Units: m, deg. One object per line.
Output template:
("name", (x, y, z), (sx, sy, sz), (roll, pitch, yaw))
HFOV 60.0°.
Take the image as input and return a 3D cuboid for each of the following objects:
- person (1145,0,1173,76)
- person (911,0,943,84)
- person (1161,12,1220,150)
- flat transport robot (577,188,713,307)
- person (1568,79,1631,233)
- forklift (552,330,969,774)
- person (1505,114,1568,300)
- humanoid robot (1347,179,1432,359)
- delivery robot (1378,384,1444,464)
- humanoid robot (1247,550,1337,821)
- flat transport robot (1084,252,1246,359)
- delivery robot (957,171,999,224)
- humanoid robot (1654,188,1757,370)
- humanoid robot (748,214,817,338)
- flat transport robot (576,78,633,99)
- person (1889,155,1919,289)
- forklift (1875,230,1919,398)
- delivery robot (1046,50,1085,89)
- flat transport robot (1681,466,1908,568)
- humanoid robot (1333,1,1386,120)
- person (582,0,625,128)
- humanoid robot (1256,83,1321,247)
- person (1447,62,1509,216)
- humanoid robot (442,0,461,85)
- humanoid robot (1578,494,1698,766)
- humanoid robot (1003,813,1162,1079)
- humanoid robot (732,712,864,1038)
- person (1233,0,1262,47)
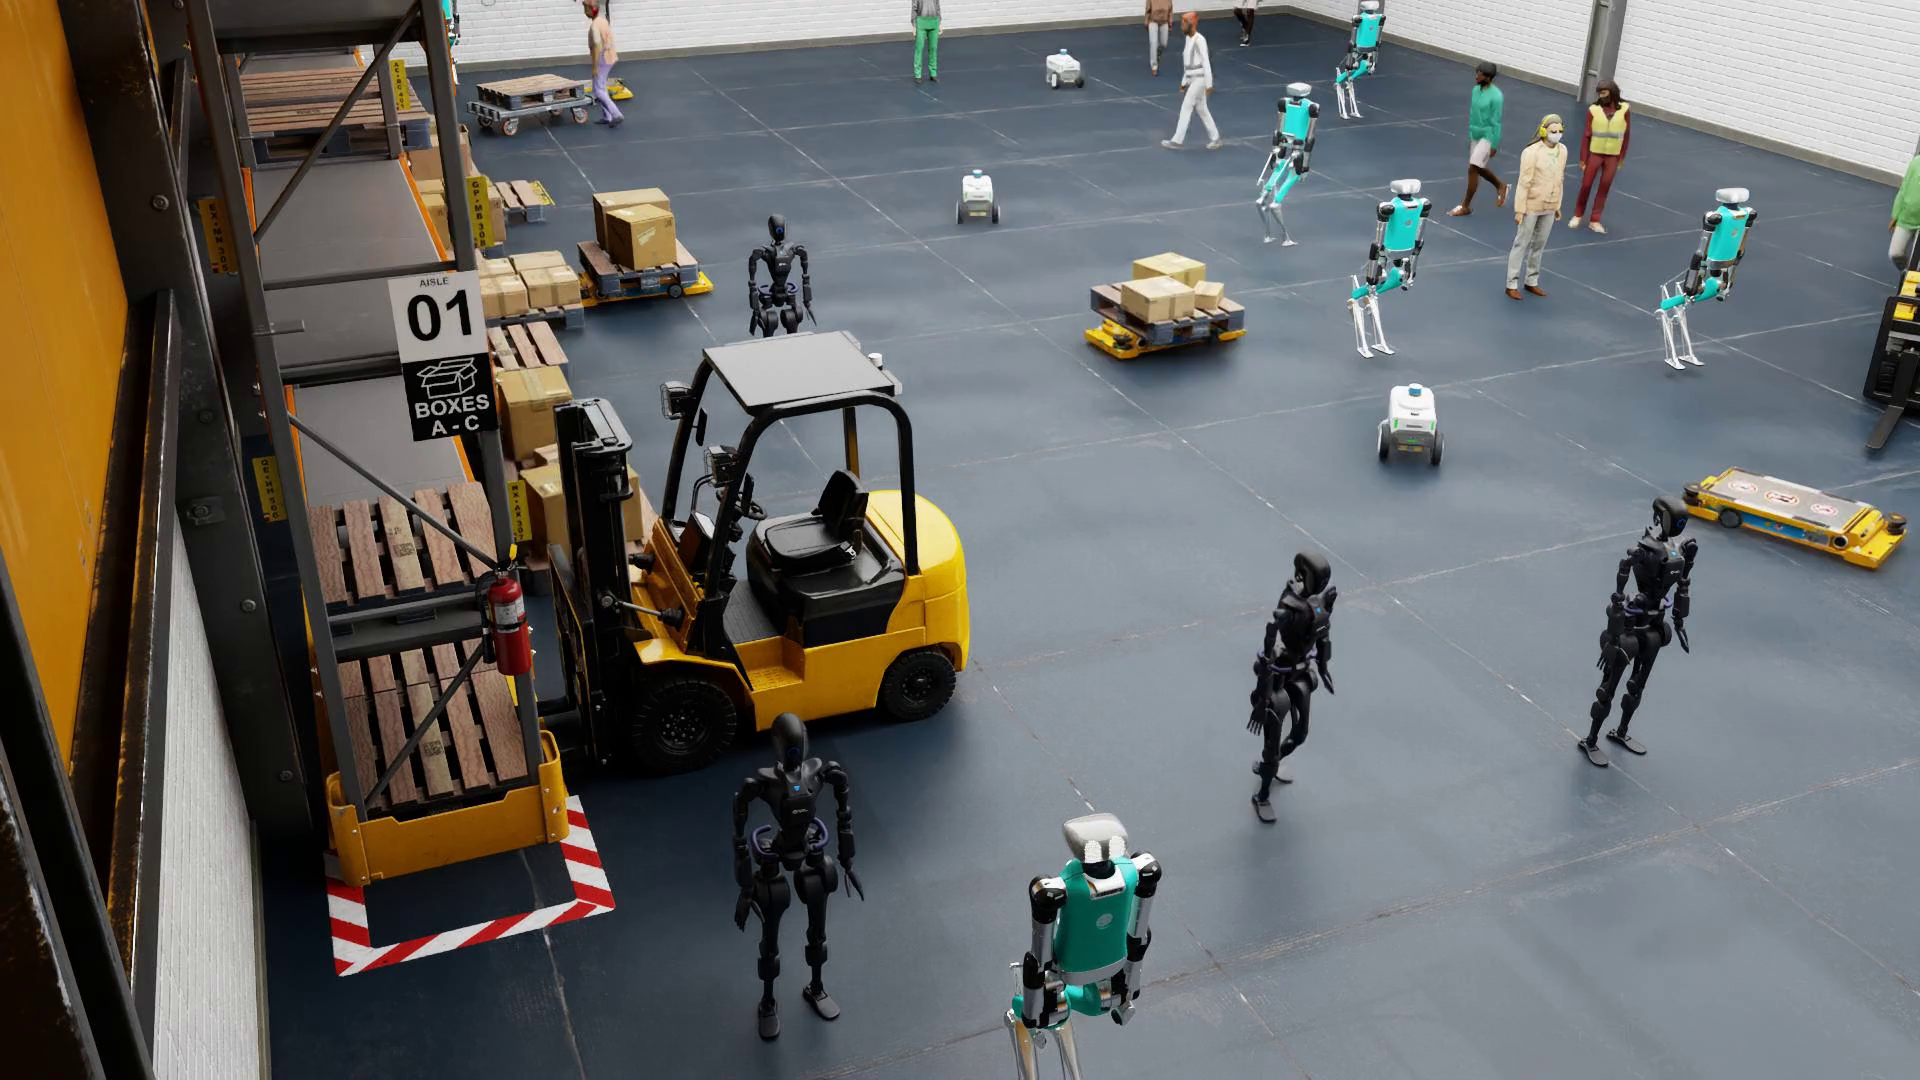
("person", (3.269, -8.552, 27.475), (0.467, 1.631, 0.636), (-3, 27, -6))
("person", (-0.535, -8.296, 26.736), (0.526, 1.842, 0.326), (-10, 28, -20))
("person", (3.239, -6.251, 22.694), (0.826, 1.835, 0.592), (0, 27, 0))
("flat transport robot", (-3.354, -2.684, 17.326), (1.431, 0.231, 0.659), (-10, 28, -20))
("person", (7.390, -4.423, 19.150), (0.530, 1.750, 0.391), (6, 27, 12))
("forklift", (-1.094, 0.010, 9.831), (2.313, 2.155, 1.214), (-10, 28, -20))
("person", (5.888, -3.407, 16.977), (0.567, 1.875, 0.395), (-10, 28, -20))
("humanoid robot", (3.850, -2.527, 15.230), (0.533, 1.677, 0.735), (-10, 28, -20))
("delivery robot", (3.680, -0.962, 13.600), (0.525, 0.610, 0.781), (5, 27, 11))
("humanoid robot", (1.753, 0.738, 8.955), (0.610, 1.635, 0.476), (-22, 34, -36))
("flat transport robot", (1.977, -2.034, 16.033), (1.431, 0.231, 0.659), (-13, 29, -23))
("delivery robot", (0.208, -4.093, 19.804), (0.499, 0.589, 0.784), (0, 27, -1))
("humanoid robot", (6.616, -2.392, 14.962), (0.533, 1.677, 0.735), (-10, 28, -20))
("humanoid robot", (-1.548, -2.012, 14.405), (0.599, 1.657, 0.315), (-10, 28, -20))
("flat transport robot", (-5.871, -6.965, 25.841), (1.431, 0.231, 0.659), (-10, 28, -20))
("person", (9.702, -3.240, 16.764), (0.661, 1.766, 0.554), (-24, 35, -39))
("forklift", (9.029, -2.397, 14.618), (1.214, 2.155, 2.313), (18, 32, 32))
("delivery robot", (1.656, -7.571, 26.718), (0.499, 0.585, 0.772), (-8, 28, -16))
("flat transport robot", (6.177, -0.192, 12.370), (1.431, 0.231, 0.659), (23, 35, 38))
("humanoid robot", (5.707, -6.966, 24.065), (0.533, 1.673, 0.735), (-10, 28, -20))
("person", (-5.116, -6.852, 23.927), (0.620, 1.806, 0.576), (2, 27, 4))
("humanoid robot", (3.619, -4.197, 18.691), (0.772, 1.754, 0.579), (-23, 35, -38))
("person", (6.283, -4.793, 19.811), (0.845, 1.814, 0.507), (-9, 28, -18))
("humanoid robot", (-8.148, -8.025, 26.166), (0.533, 1.677, 0.735), (-10, 28, -20))
("humanoid robot", (3.868, 0.498, 9.413), (0.599, 1.657, 0.315), (-10, 28, -20))
("humanoid robot", (0.419, 1.723, 6.777), (0.533, 1.677, 0.735), (-10, 28, -20))
("humanoid robot", (-0.733, 1.486, 7.448), (0.599, 1.657, 0.315), (-10, 28, -20))
("person", (5.162, -9.835, 29.674), (0.643, 1.950, 0.507), (15, 30, 27))
